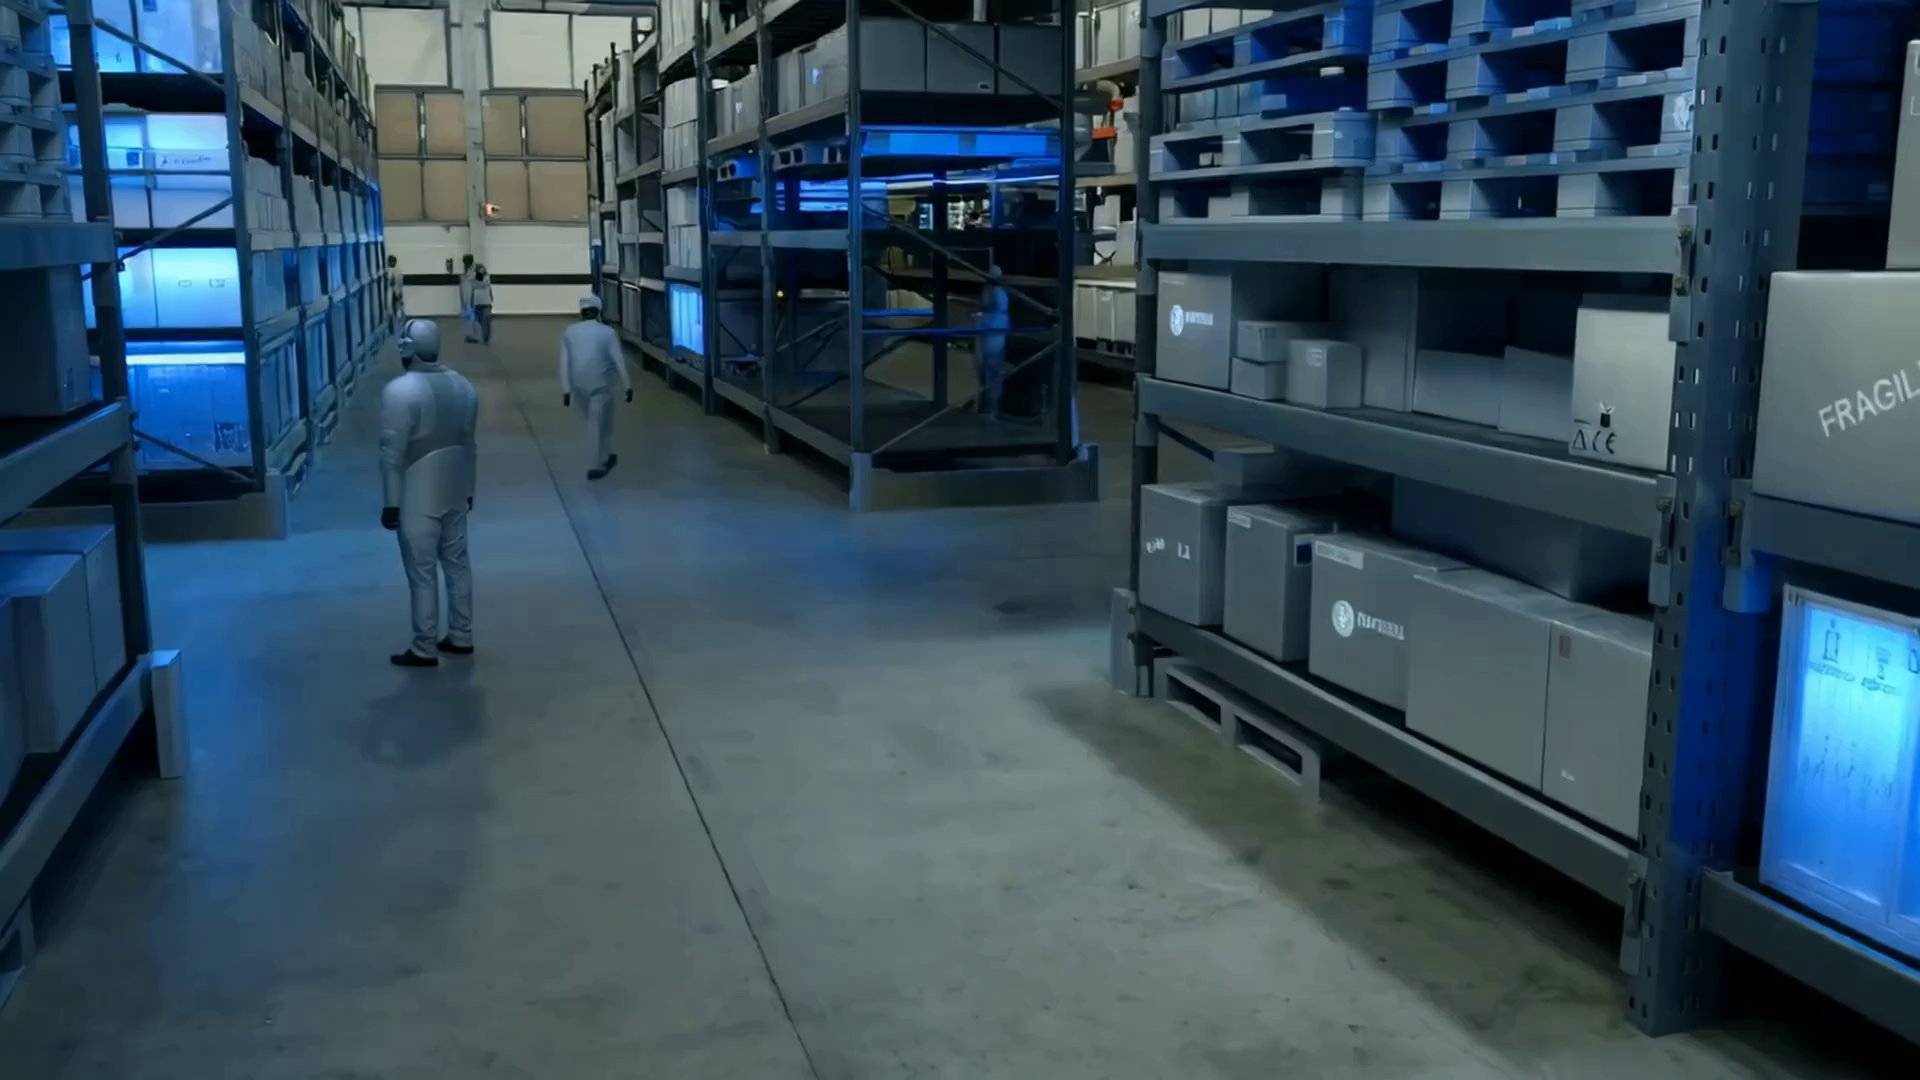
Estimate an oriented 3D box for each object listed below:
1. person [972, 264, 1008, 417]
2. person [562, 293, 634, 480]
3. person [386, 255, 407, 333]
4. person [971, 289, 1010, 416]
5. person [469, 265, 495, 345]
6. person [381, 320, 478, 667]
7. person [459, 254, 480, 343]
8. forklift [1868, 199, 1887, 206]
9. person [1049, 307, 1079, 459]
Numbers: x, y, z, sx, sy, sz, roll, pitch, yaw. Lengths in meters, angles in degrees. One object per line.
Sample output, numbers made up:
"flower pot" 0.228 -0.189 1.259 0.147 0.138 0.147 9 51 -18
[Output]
"person" 0.336 -2.596 21.767 0.366 2.002 0.796 -6 12 -31
"person" -3.524 -1.516 16.365 0.614 1.785 0.891 3 11 18
"person" -13.651 -5.963 40.423 0.499 1.907 0.586 0 10 0
"person" 0.402 -2.413 21.567 0.542 1.681 0.501 -2 11 -12
"person" -10.385 -5.083 36.087 0.525 1.729 0.866 0 10 0
"person" -2.946 -0.260 9.199 0.400 1.901 0.646 5 11 25
"person" -10.886 -5.343 36.840 0.646 1.972 0.641 4 11 19
"forklift" 11.338 -2.915 21.052 1.129 2.768 1.873 -3 11 -17
"person" 1.087 -1.656 17.602 0.351 1.622 0.548 -3 11 -18
